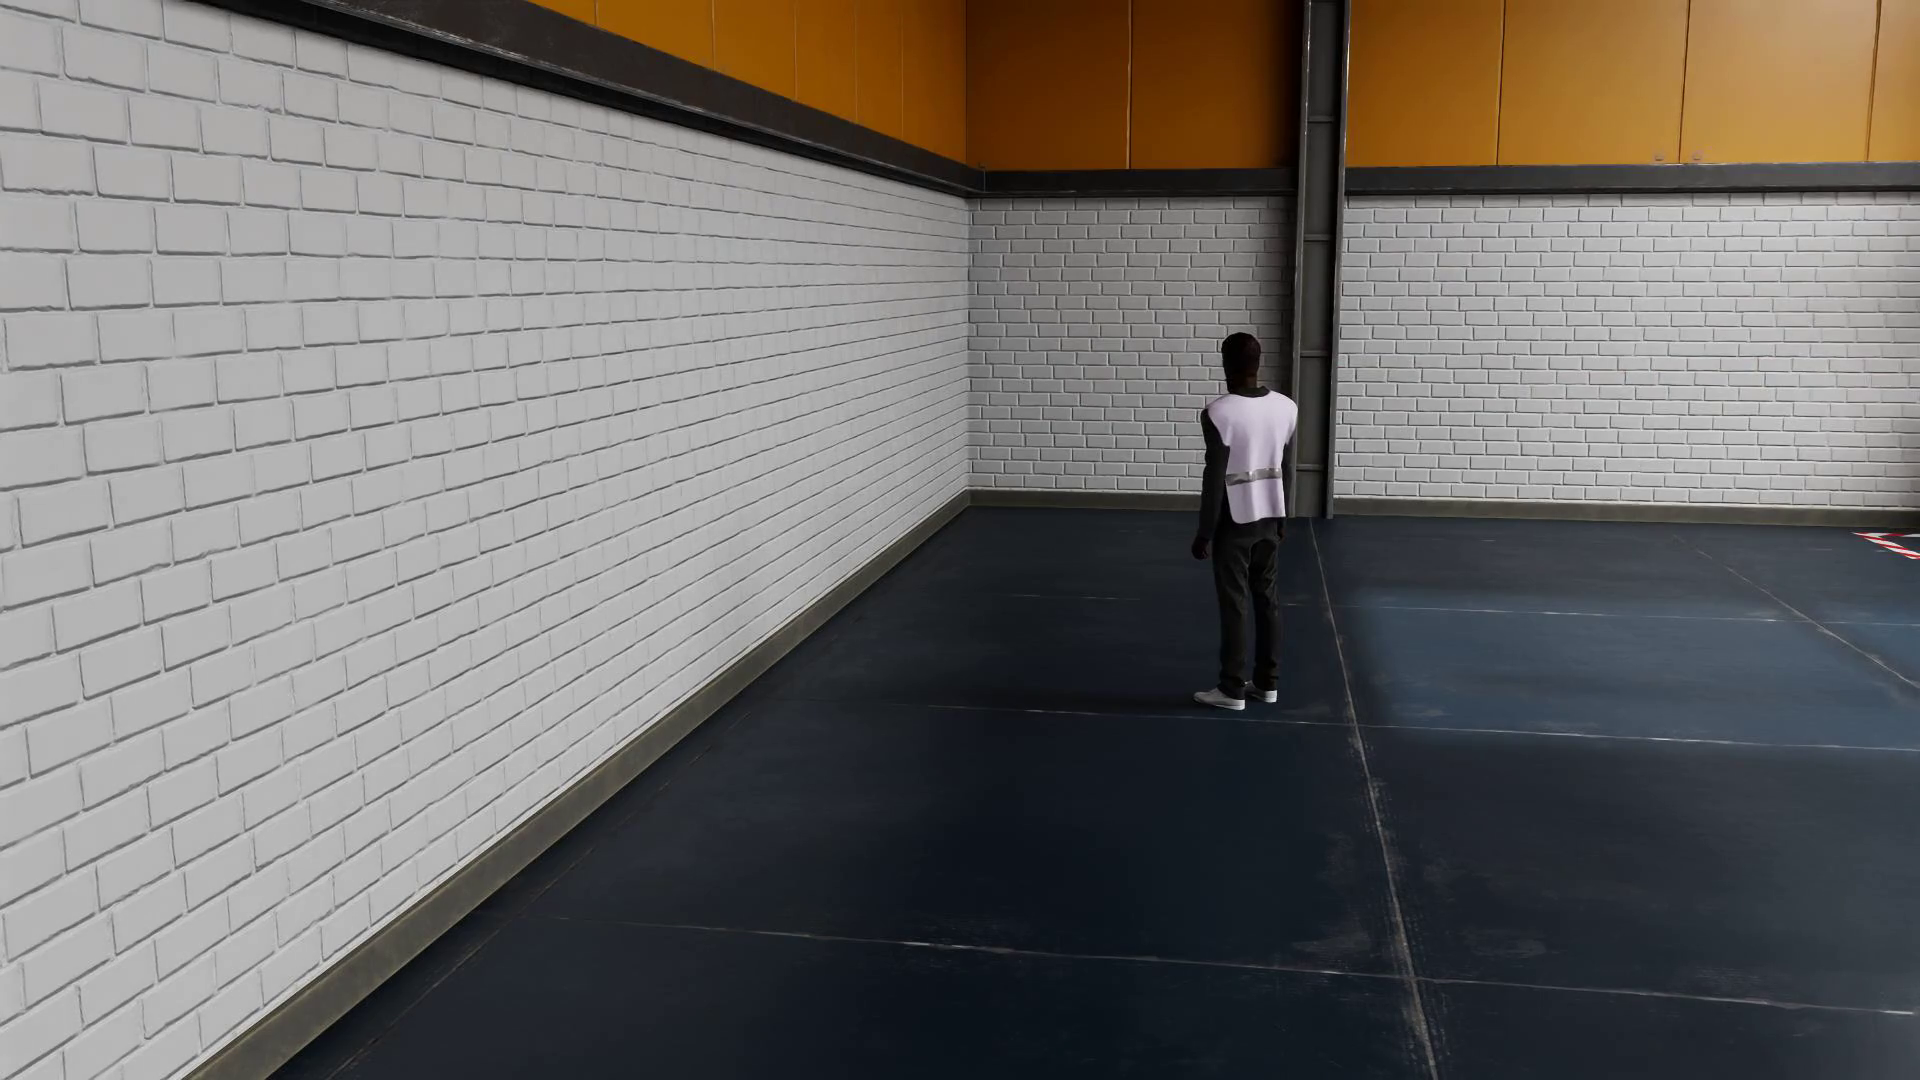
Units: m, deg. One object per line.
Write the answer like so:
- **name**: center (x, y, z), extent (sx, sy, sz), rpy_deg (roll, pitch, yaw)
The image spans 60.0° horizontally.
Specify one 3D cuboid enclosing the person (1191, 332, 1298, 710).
- **person**: center (1.447, -0.091, 8.447), extent (0.587, 1.914, 0.391), rpy_deg (-6, 11, -33)
